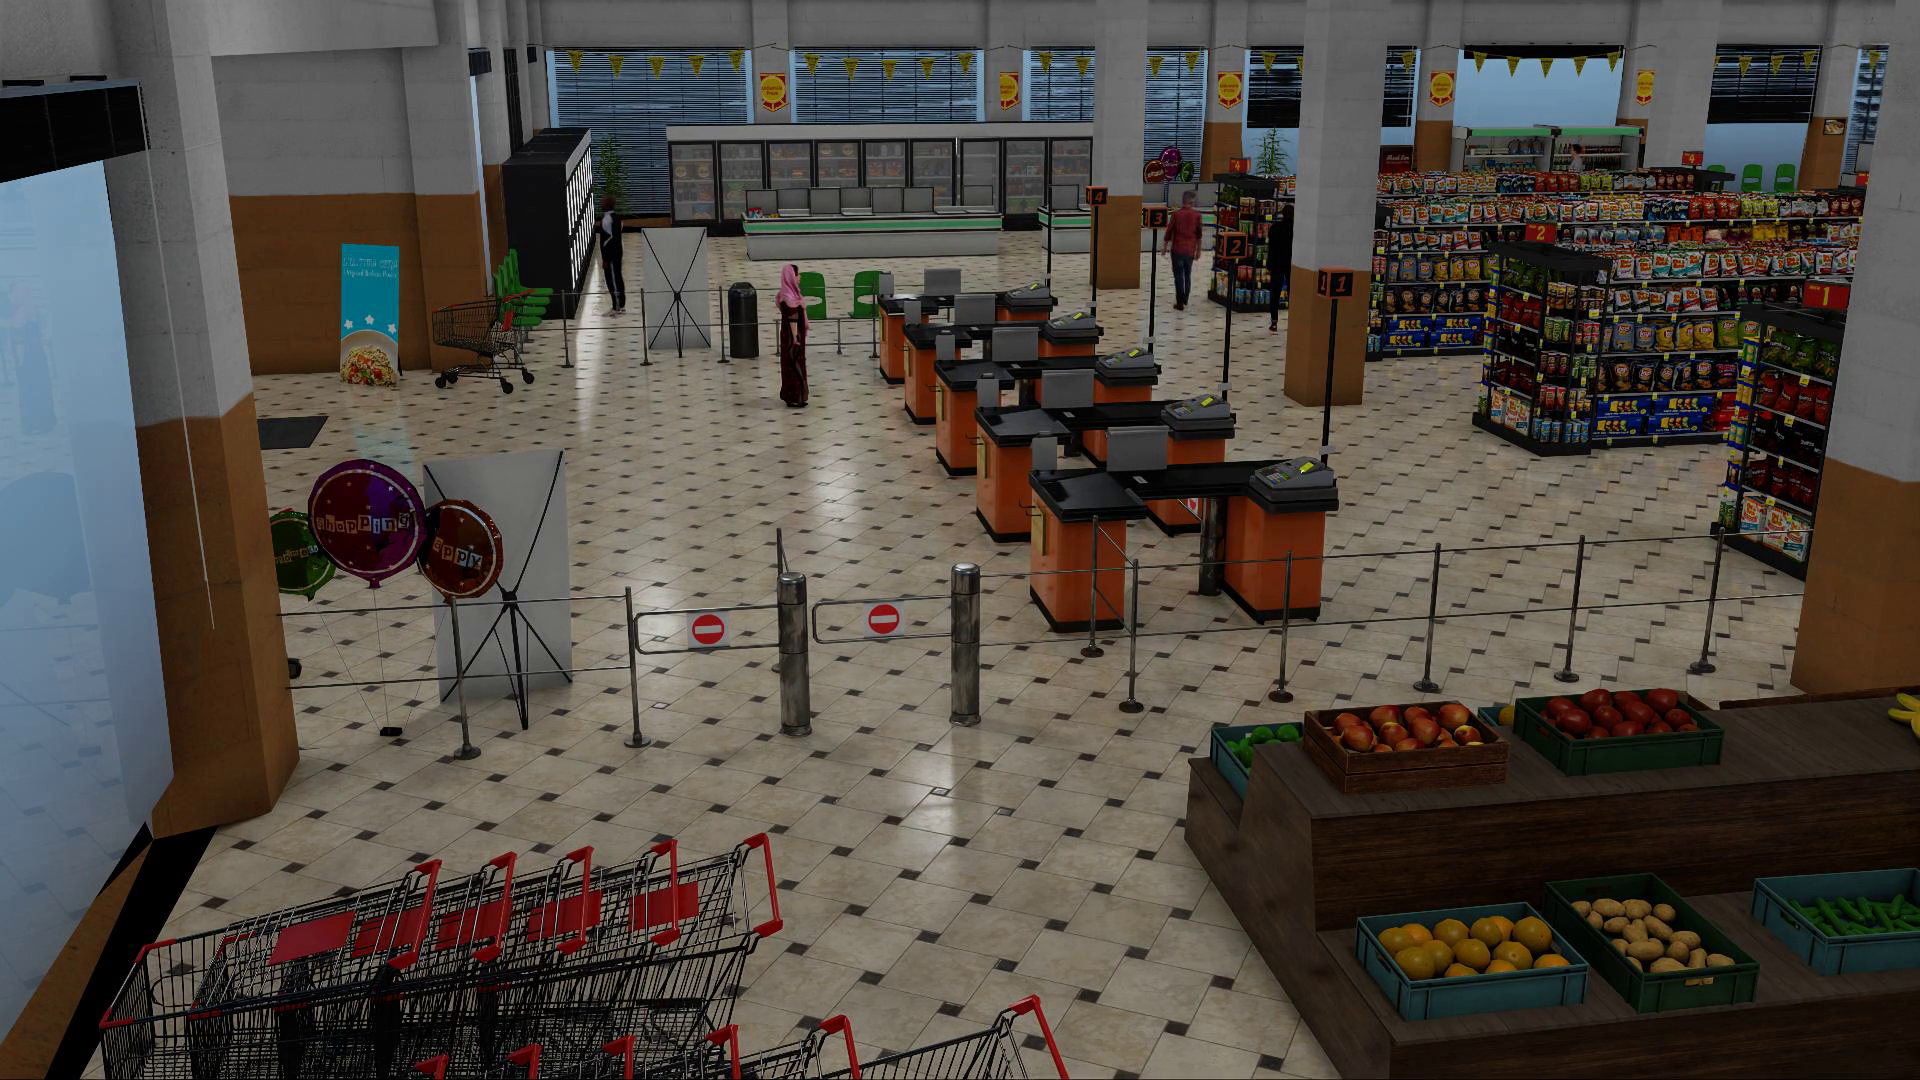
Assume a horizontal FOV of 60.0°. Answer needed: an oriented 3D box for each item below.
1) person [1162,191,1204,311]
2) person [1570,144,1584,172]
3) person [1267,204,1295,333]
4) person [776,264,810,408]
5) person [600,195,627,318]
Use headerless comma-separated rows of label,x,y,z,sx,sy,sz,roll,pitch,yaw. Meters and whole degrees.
person,3.503,-4.478,25.803,0.659,1.807,0.767,-4,17,-13
person,13.409,-7.681,36.256,0.724,1.864,0.737,6,18,18
person,4.681,-3.918,23.941,0.699,1.818,0.836,5,18,15
person,-1.923,-2.356,19.107,0.593,1.639,0.654,-2,17,-7
person,-5.267,-4.321,25.253,0.688,1.827,0.724,4,17,12
